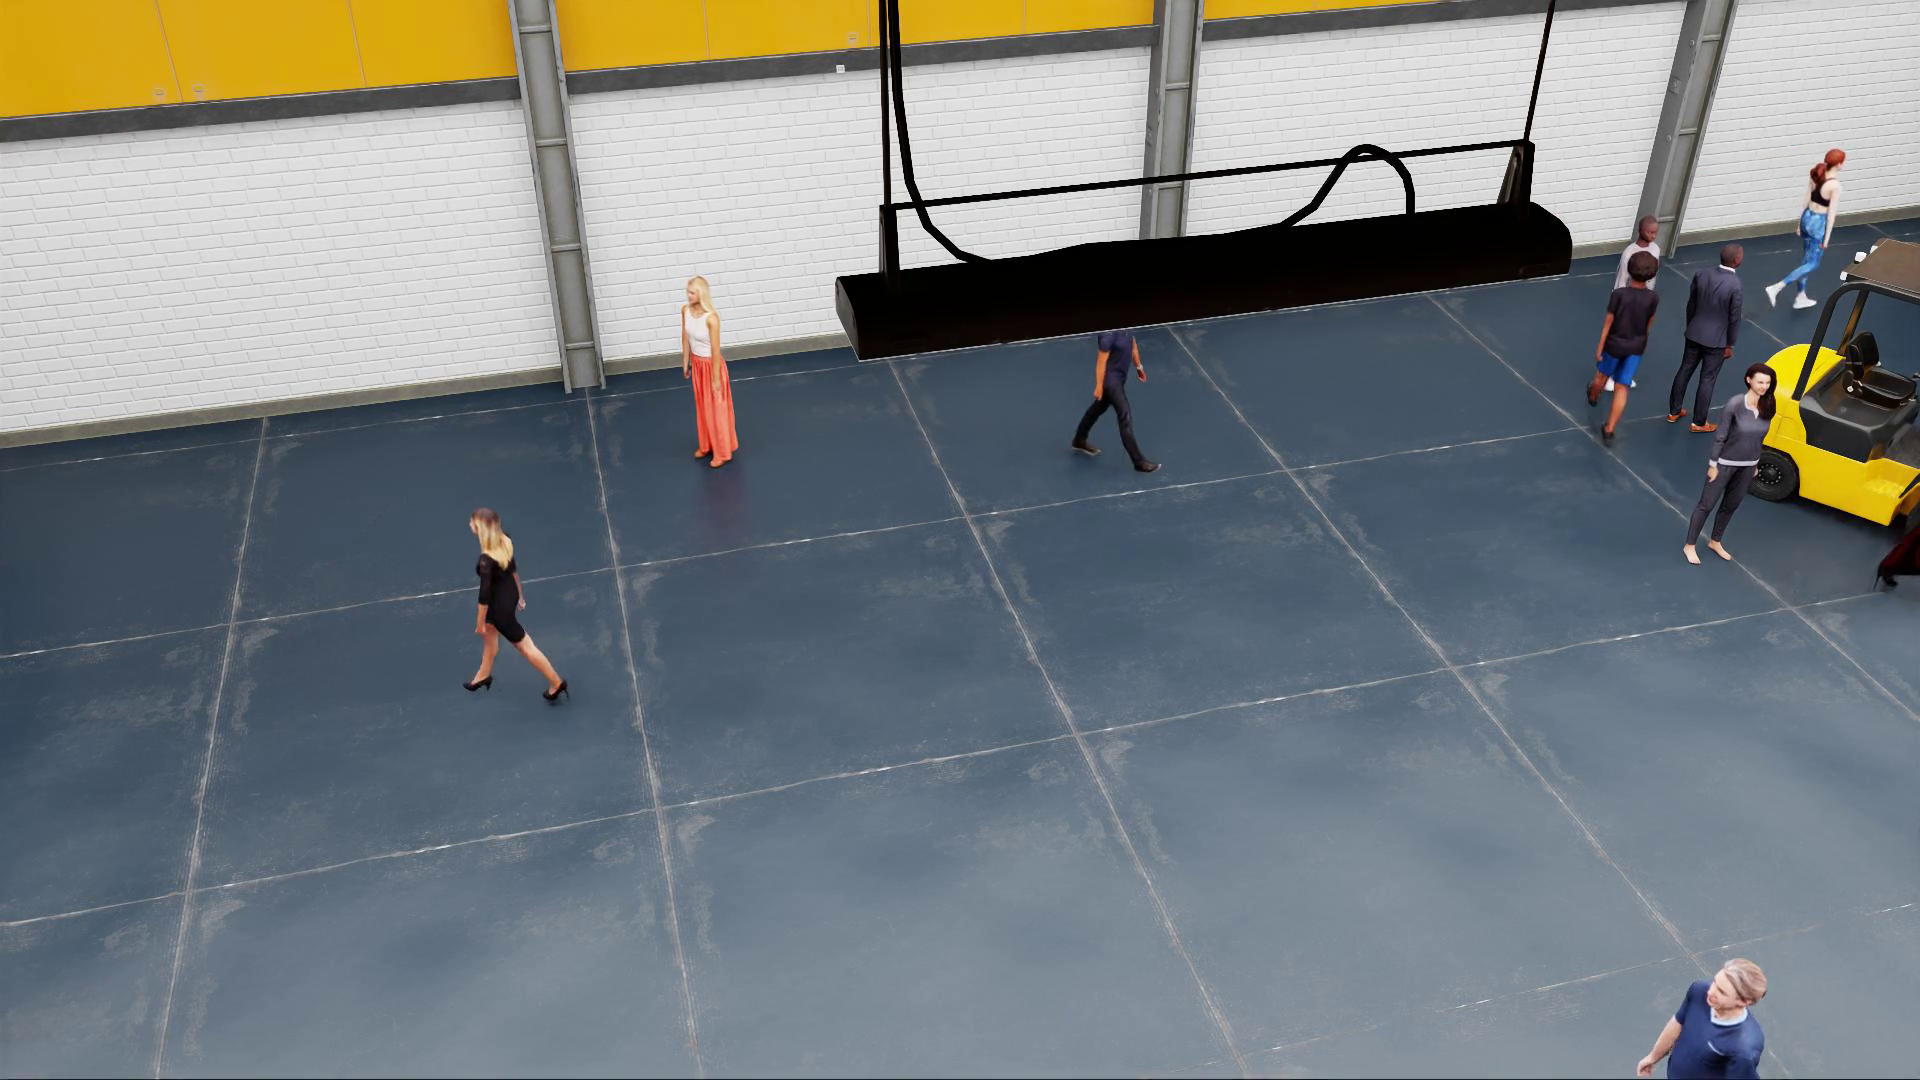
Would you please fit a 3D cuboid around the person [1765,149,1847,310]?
[{"bbox_3d":[8.790,-3.181,17.272,0.990,1.767,0.595,-11,35,-16],"label":"person"}]

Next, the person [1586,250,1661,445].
[{"bbox_3d":[6.023,-1.702,15.053,1.114,1.760,1.002,8,34,12],"label":"person"}]

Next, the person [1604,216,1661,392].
[{"bbox_3d":[6.404,-2.280,15.914,0.568,1.770,0.731,-17,37,-23],"label":"person"}]

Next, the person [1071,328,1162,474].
[{"bbox_3d":[1.283,-1.446,14.683,1.205,1.742,1.098,15,36,21],"label":"person"}]

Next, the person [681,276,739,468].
[{"bbox_3d":[-2.231,-1.509,14.724,0.724,1.803,0.749,27,42,35],"label":"person"}]

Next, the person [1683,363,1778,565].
[{"bbox_3d":[6.240,-0.631,13.436,0.466,1.767,0.680,-6,34,-9],"label":"person"}]

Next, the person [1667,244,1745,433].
[{"bbox_3d":[6.860,-1.860,15.233,0.700,1.824,0.753,-18,37,-25],"label":"person"}]

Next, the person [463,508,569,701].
[{"bbox_3d":[-3.165,0.516,11.833,1.106,1.631,0.806,3,34,4],"label":"person"}]

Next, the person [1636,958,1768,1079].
[{"bbox_3d":[3.750,2.745,8.303,1.263,1.826,0.845,-1,34,-2],"label":"person"}]
